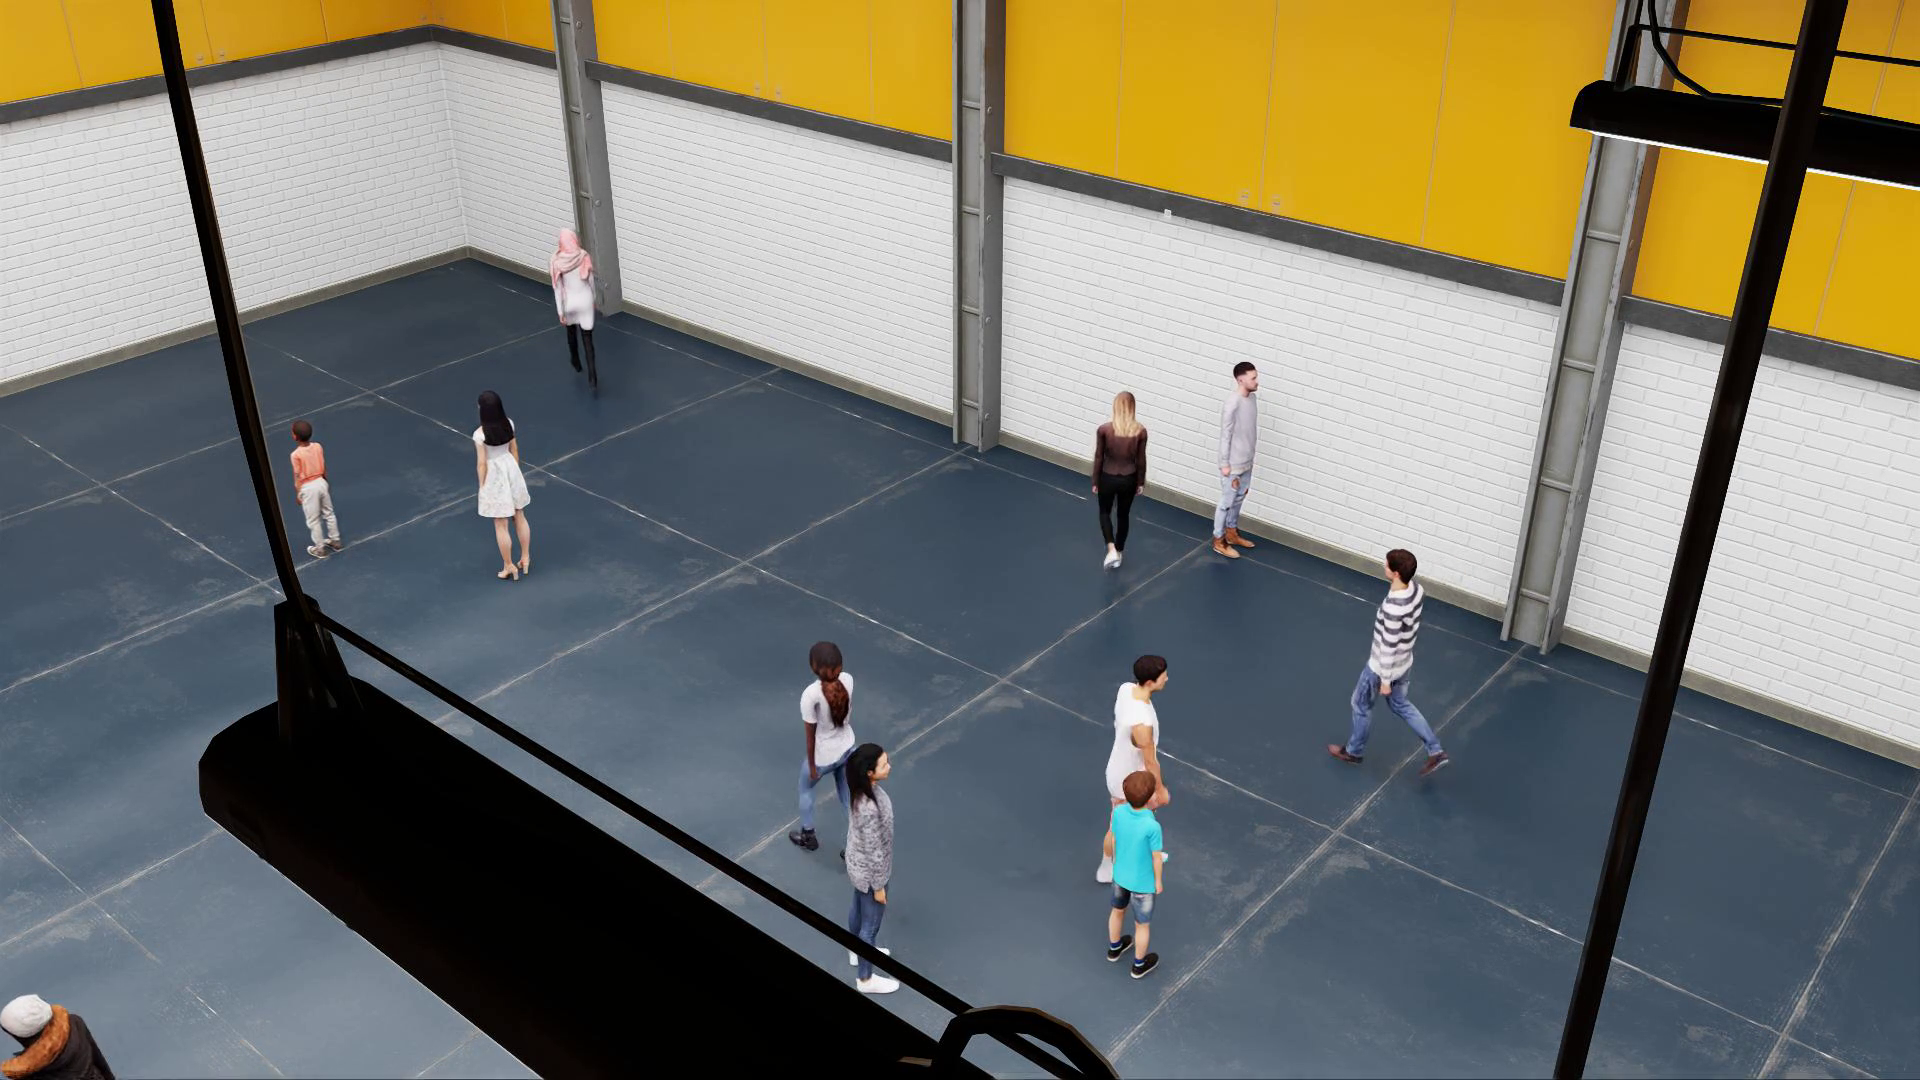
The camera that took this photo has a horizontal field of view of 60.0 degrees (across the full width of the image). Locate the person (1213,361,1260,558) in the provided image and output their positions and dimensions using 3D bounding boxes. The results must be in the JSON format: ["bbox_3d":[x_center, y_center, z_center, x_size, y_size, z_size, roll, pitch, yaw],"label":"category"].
[{"bbox_3d":[2.466,-0.745,14.868,0.570,1.839,0.675,20,35,32],"label":"person"}]

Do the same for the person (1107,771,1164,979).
[{"bbox_3d":[1.066,2.032,10.183,0.438,1.451,0.581,24,37,37],"label":"person"}]

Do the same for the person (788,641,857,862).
[{"bbox_3d":[-0.793,1.460,10.971,0.665,1.700,0.891,-21,35,-33],"label":"person"}]

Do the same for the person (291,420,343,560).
[{"bbox_3d":[-5.793,-0.464,14.905,0.496,1.310,0.489,18,33,29],"label":"person"}]

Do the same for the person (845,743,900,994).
[{"bbox_3d":[-0.555,1.950,10.041,0.756,1.731,0.663,-6,29,-11],"label":"person"}]

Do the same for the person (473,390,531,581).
[{"bbox_3d":[-3.979,-0.479,14.446,0.610,1.775,0.629,22,36,35],"label":"person"}]

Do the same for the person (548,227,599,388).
[{"bbox_3d":[-4.150,-2.500,18.169,1.060,1.758,1.281,-9,30,-16],"label":"person"}]

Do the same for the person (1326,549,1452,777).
[{"bbox_3d":[3.165,0.911,11.849,1.083,1.821,0.639,21,35,34],"label":"person"}]

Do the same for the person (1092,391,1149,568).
[{"bbox_3d":[1.385,-0.470,14.519,0.852,1.690,0.904,0,29,-1],"label":"person"}]

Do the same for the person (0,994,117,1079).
[{"bbox_3d":[-4.395,2.908,8.399,0.834,1.620,0.789,11,30,19],"label":"person"}]

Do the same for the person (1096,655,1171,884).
[{"bbox_3d":[1.027,1.519,10.796,0.874,1.764,0.808,1,29,1],"label":"person"}]
